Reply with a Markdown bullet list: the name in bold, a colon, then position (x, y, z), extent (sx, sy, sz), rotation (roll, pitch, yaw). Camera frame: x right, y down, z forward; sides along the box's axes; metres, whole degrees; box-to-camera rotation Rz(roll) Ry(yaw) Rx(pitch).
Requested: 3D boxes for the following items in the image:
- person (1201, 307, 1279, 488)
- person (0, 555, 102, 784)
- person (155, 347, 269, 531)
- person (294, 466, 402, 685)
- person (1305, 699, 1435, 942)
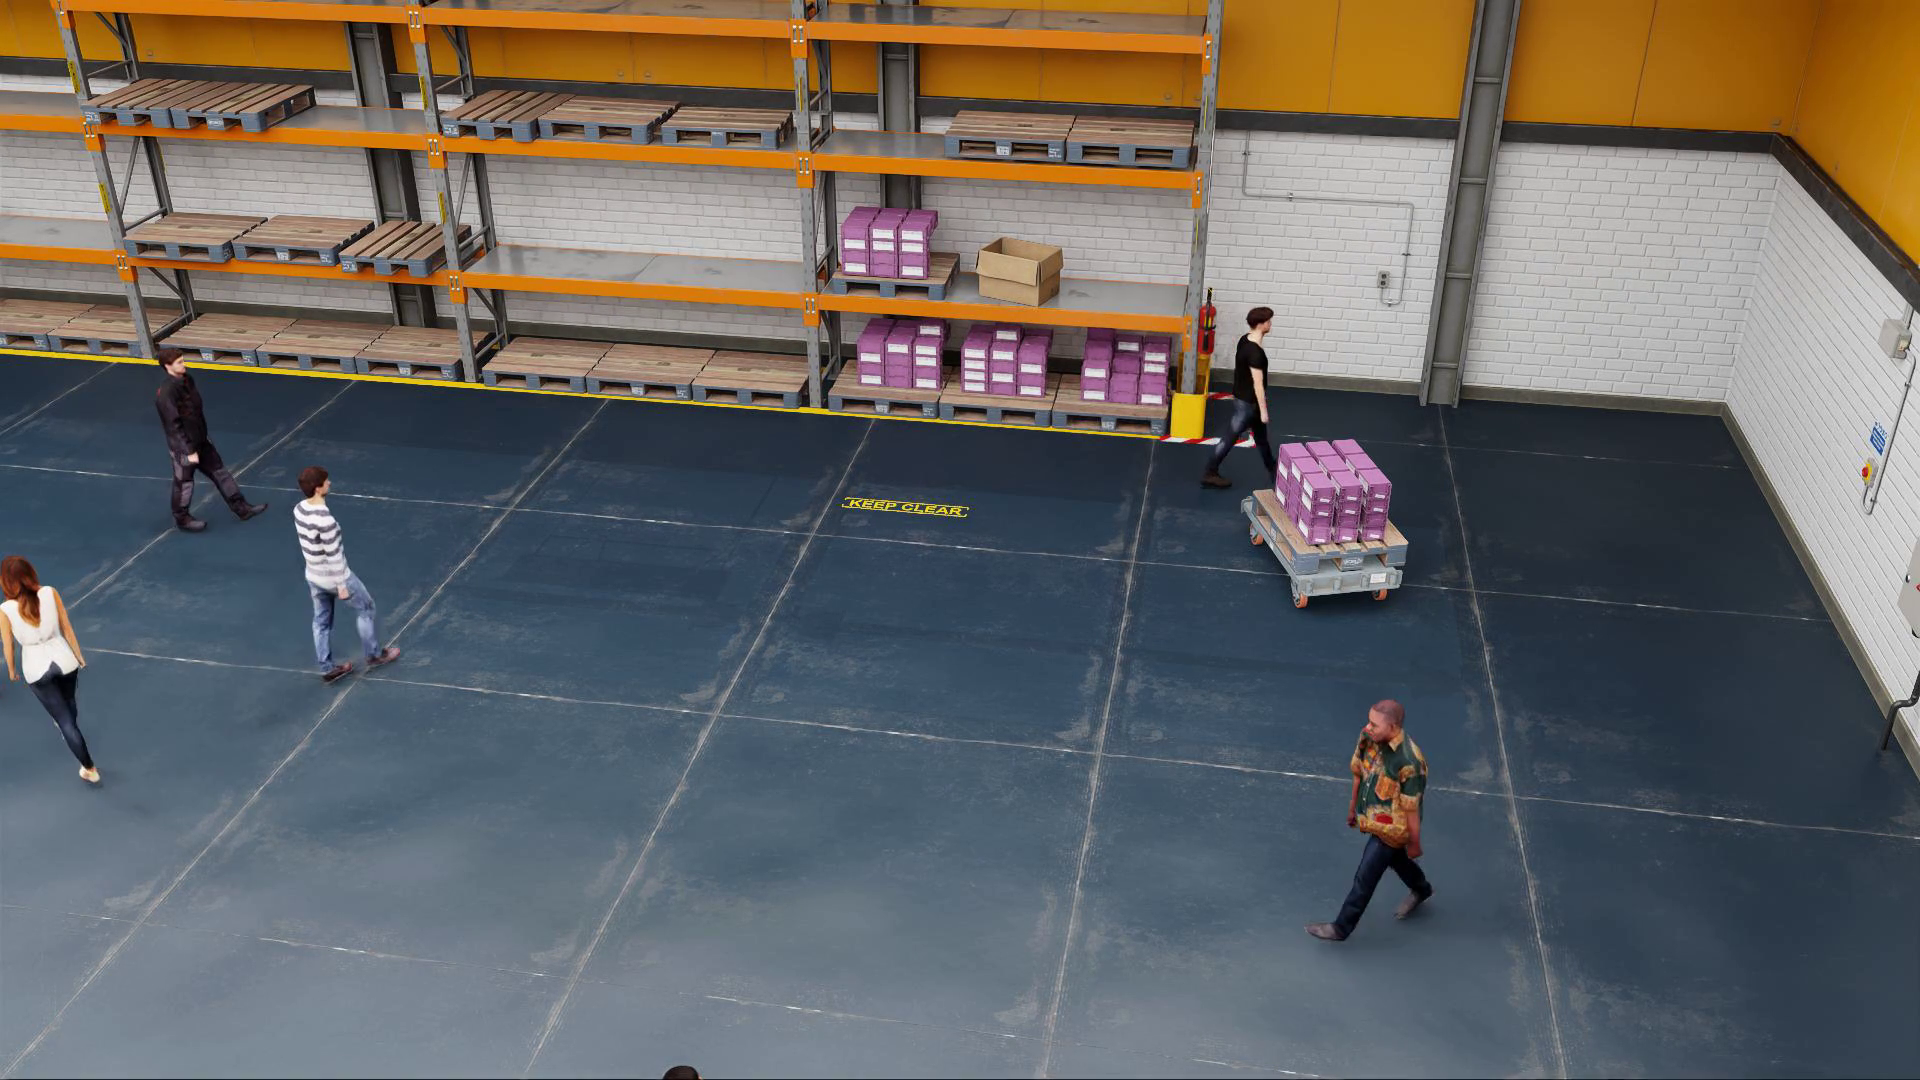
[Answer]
- **person**: position (2.673, -1.313, 15.956), extent (1.241, 1.846, 0.802), rotation (1, 29, 3)
- **person**: position (-6.456, 0.969, 11.887), extent (1.194, 1.735, 0.984), rotation (23, 36, 36)
- **person**: position (-7.152, -0.893, 15.230), extent (1.093, 1.803, 0.827), rotation (1, 29, 2)
- **person**: position (-5.004, 0.319, 12.978), extent (0.944, 1.833, 0.955), rotation (20, 34, 32)
- **person**: position (2.773, 1.740, 10.444), extent (1.324, 1.763, 1.096), rotation (-12, 31, -22)
